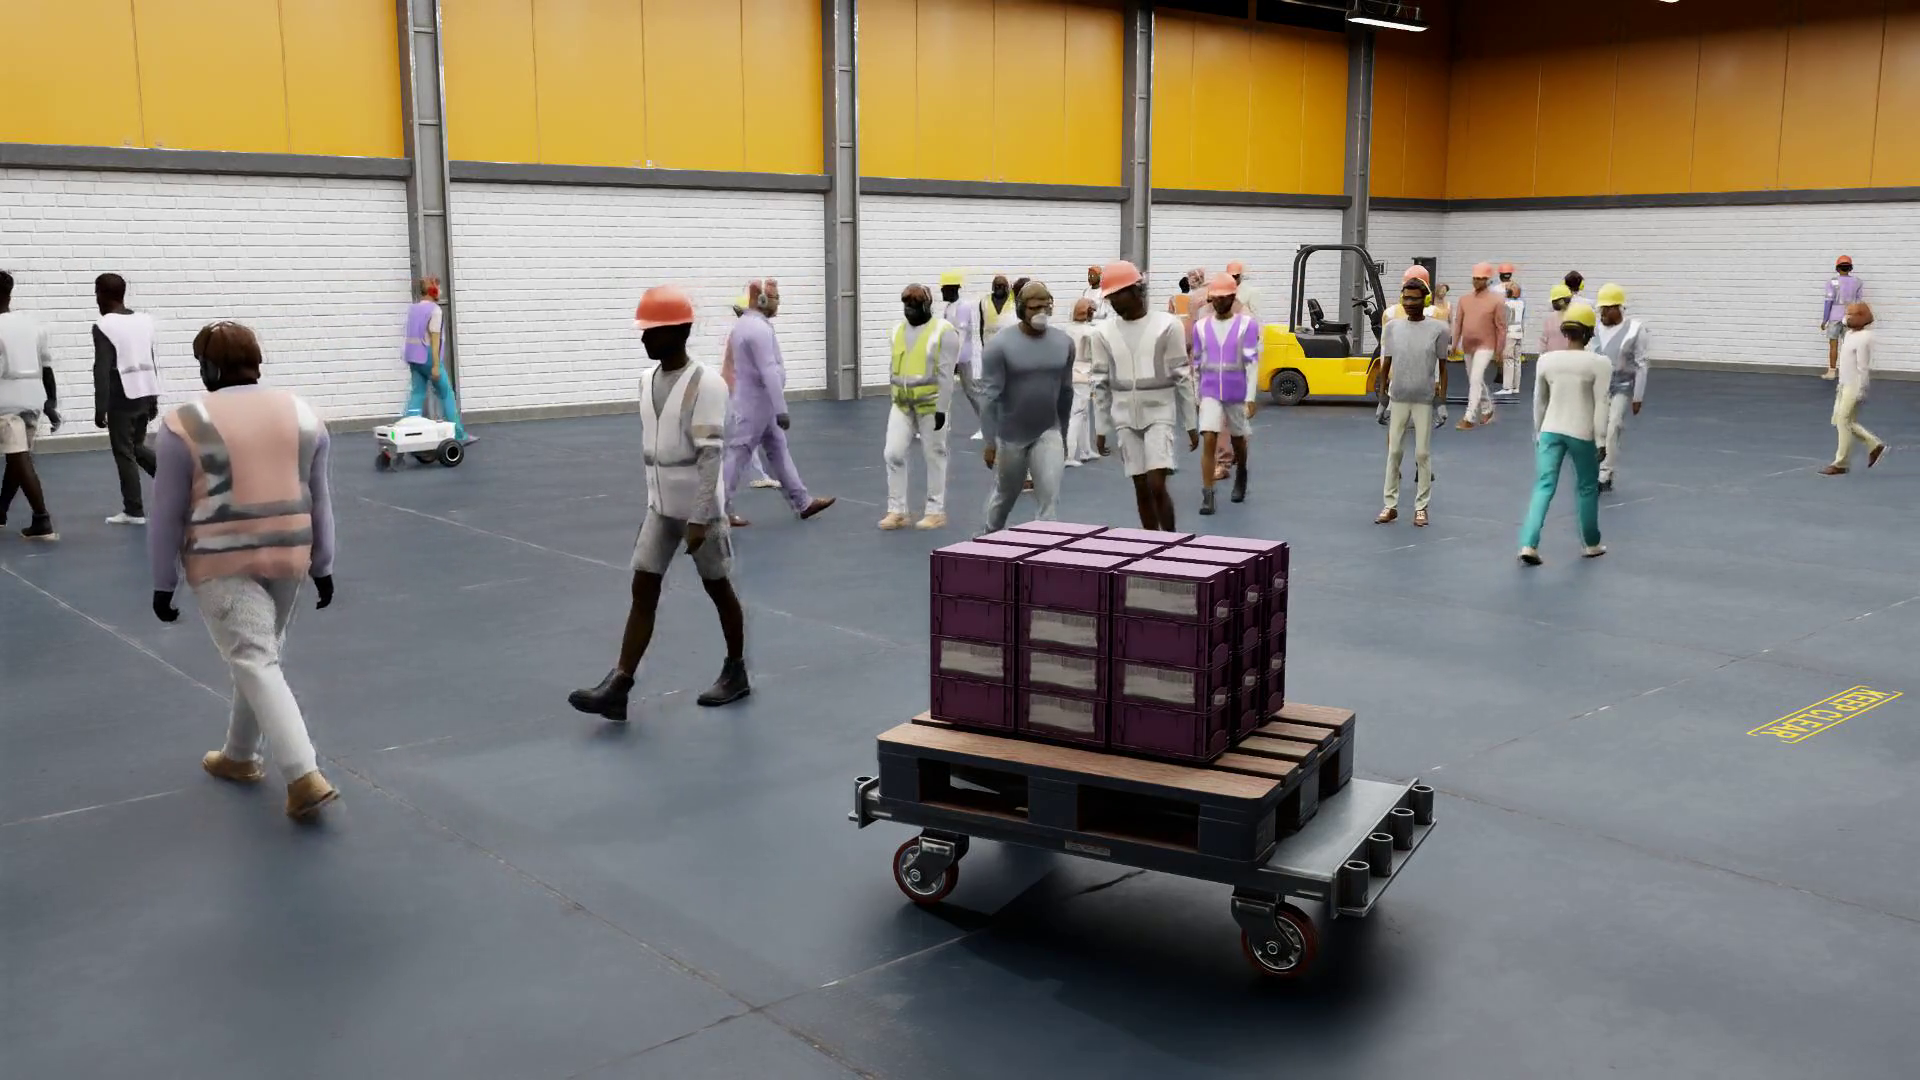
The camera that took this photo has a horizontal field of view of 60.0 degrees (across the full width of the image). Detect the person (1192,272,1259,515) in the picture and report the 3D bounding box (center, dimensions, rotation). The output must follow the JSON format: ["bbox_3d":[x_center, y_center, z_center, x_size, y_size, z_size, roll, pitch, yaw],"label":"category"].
[{"bbox_3d":[2.122,-1.185,13.292,0.546,1.912,0.918,3,10,19],"label":"person"}]

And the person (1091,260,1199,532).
[{"bbox_3d":[1.116,-0.720,10.281,0.690,1.999,0.600,4,11,23],"label":"person"}]

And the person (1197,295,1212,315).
[{"bbox_3d":[3.376,-2.541,22.006,0.504,1.633,0.279,4,10,21],"label":"person"}]

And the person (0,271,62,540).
[{"bbox_3d":[-6.883,-0.963,11.908,0.960,1.919,0.635,4,10,21],"label":"person"}]

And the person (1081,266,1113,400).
[{"bbox_3d":[1.890,-2.901,23.388,0.355,1.883,0.575,-10,14,-44],"label":"person"}]

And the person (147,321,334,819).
[{"bbox_3d":[-2.598,0.101,6.091,0.987,1.798,0.629,8,12,38],"label":"person"}]

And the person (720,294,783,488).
[{"bbox_3d":[-2.028,-1.258,14.300,0.951,1.705,0.558,-2,10,-12],"label":"person"}]

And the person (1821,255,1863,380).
[{"bbox_3d":[14.404,-3.635,27.222,0.609,2.040,0.395,0,10,0],"label":"person"}]

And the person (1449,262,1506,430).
[{"bbox_3d":[6.149,-2.288,19.613,0.995,1.960,0.603,-8,13,-39],"label":"person"}]

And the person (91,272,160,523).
[{"bbox_3d":[-6.238,-1.057,12.551,0.488,1.903,0.613,1,10,7],"label":"person"}]

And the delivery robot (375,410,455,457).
[{"bbox_3d":[-5.195,-1.002,15.874,0.477,0.478,0.707,8,13,40],"label":"delivery robot"}]

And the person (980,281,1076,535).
[{"bbox_3d":[0.388,-0.647,10.243,0.641,1.885,1.002,-3,10,-18],"label":"person"}]

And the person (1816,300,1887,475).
[{"bbox_3d":[8.267,-1.398,15.334,0.529,1.619,0.511,2,10,14],"label":"person"}]

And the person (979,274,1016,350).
[{"bbox_3d":[0.573,-2.628,22.089,0.638,1.801,0.794,2,10,9],"label":"person"}]

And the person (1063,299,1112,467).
[{"bbox_3d":[1.228,-1.512,16.054,0.735,1.612,0.528,-7,12,-34],"label":"person"}]

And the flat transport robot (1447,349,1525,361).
[{"bbox_3d":[10.087,-3.571,32.020,1.431,0.197,0.652,2,10,10],"label":"flat transport robot"}]

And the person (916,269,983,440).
[{"bbox_3d":[-0.036,-2.020,18.268,0.991,1.883,0.608,-4,11,-23],"label":"person"}]

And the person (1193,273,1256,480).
[{"bbox_3d":[2.474,-1.498,15.206,0.670,1.874,0.669,-8,13,-41],"label":"person"}]

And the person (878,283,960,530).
[{"bbox_3d":[-0.339,-0.957,12.176,0.628,1.824,0.647,6,11,30],"label":"person"}]

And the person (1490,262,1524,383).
[{"bbox_3d":[8.642,-3.447,26.447,0.566,1.926,0.400,-1,10,-7],"label":"person"}]

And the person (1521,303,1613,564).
[{"bbox_3d":[4.011,-0.698,10.970,0.545,1.719,0.919,9,13,42],"label":"person"}]

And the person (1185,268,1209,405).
[{"bbox_3d":[3.334,-2.778,22.724,0.398,1.874,0.773,8,13,41],"label":"person"}]

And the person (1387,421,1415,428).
[{"bbox_3d":[5.202,-2.058,19.313,0.869,1.590,0.515,-8,13,-40],"label":"person"}]

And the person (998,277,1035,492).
[{"bbox_3d":[0.544,-1.322,14.242,0.555,1.845,0.448,7,12,36],"label":"person"}]

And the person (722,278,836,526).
[{"bbox_3d":[-1.443,-1.023,12.479,1.024,1.849,0.662,-2,10,-13],"label":"person"}]

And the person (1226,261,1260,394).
[{"bbox_3d":[3.958,-2.939,23.407,0.658,1.958,0.884,6,11,32],"label":"person"}]

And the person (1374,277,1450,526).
[{"bbox_3d":[3.398,-1.032,12.499,0.530,1.864,0.313,5,11,26],"label":"person"}]

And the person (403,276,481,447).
[{"bbox_3d":[-5.446,-1.833,17.350,0.589,1.801,0.891,8,13,40],"label":"person"}]

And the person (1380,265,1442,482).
[{"bbox_3d":[4.052,-1.486,14.939,0.544,1.939,0.372,6,11,31],"label":"person"}]

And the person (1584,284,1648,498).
[{"bbox_3d":[5.416,-1.253,14.032,0.587,1.777,0.937,9,13,44],"label":"person"}]

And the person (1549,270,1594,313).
[{"bbox_3d":[7.012,-2.162,19.159,0.518,1.856,0.327,4,11,23],"label":"person"}]

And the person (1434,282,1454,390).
[{"bbox_3d":[7.206,-3.068,25.084,0.532,1.623,0.366,-3,10,-16],"label":"person"}]

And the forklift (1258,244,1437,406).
[{"bbox_3d":[5.256,-2.933,22.661,2.313,2.155,1.214,3,10,16],"label":"forklift"}]

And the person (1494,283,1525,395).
[{"bbox_3d":[8.045,-2.932,24.278,0.511,1.640,0.308,-9,13,-43],"label":"person"}]

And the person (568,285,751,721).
[{"bbox_3d":[-1.272,-0.147,7.233,0.567,1.886,0.977,7,12,37],"label":"person"}]

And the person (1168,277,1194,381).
[{"bbox_3d":[3.620,-3.399,26.867,0.531,1.690,0.319,4,10,22],"label":"person"}]

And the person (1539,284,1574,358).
[{"bbox_3d":[6.607,-1.928,18.120,0.732,1.732,0.527,-6,11,-30],"label":"person"}]
